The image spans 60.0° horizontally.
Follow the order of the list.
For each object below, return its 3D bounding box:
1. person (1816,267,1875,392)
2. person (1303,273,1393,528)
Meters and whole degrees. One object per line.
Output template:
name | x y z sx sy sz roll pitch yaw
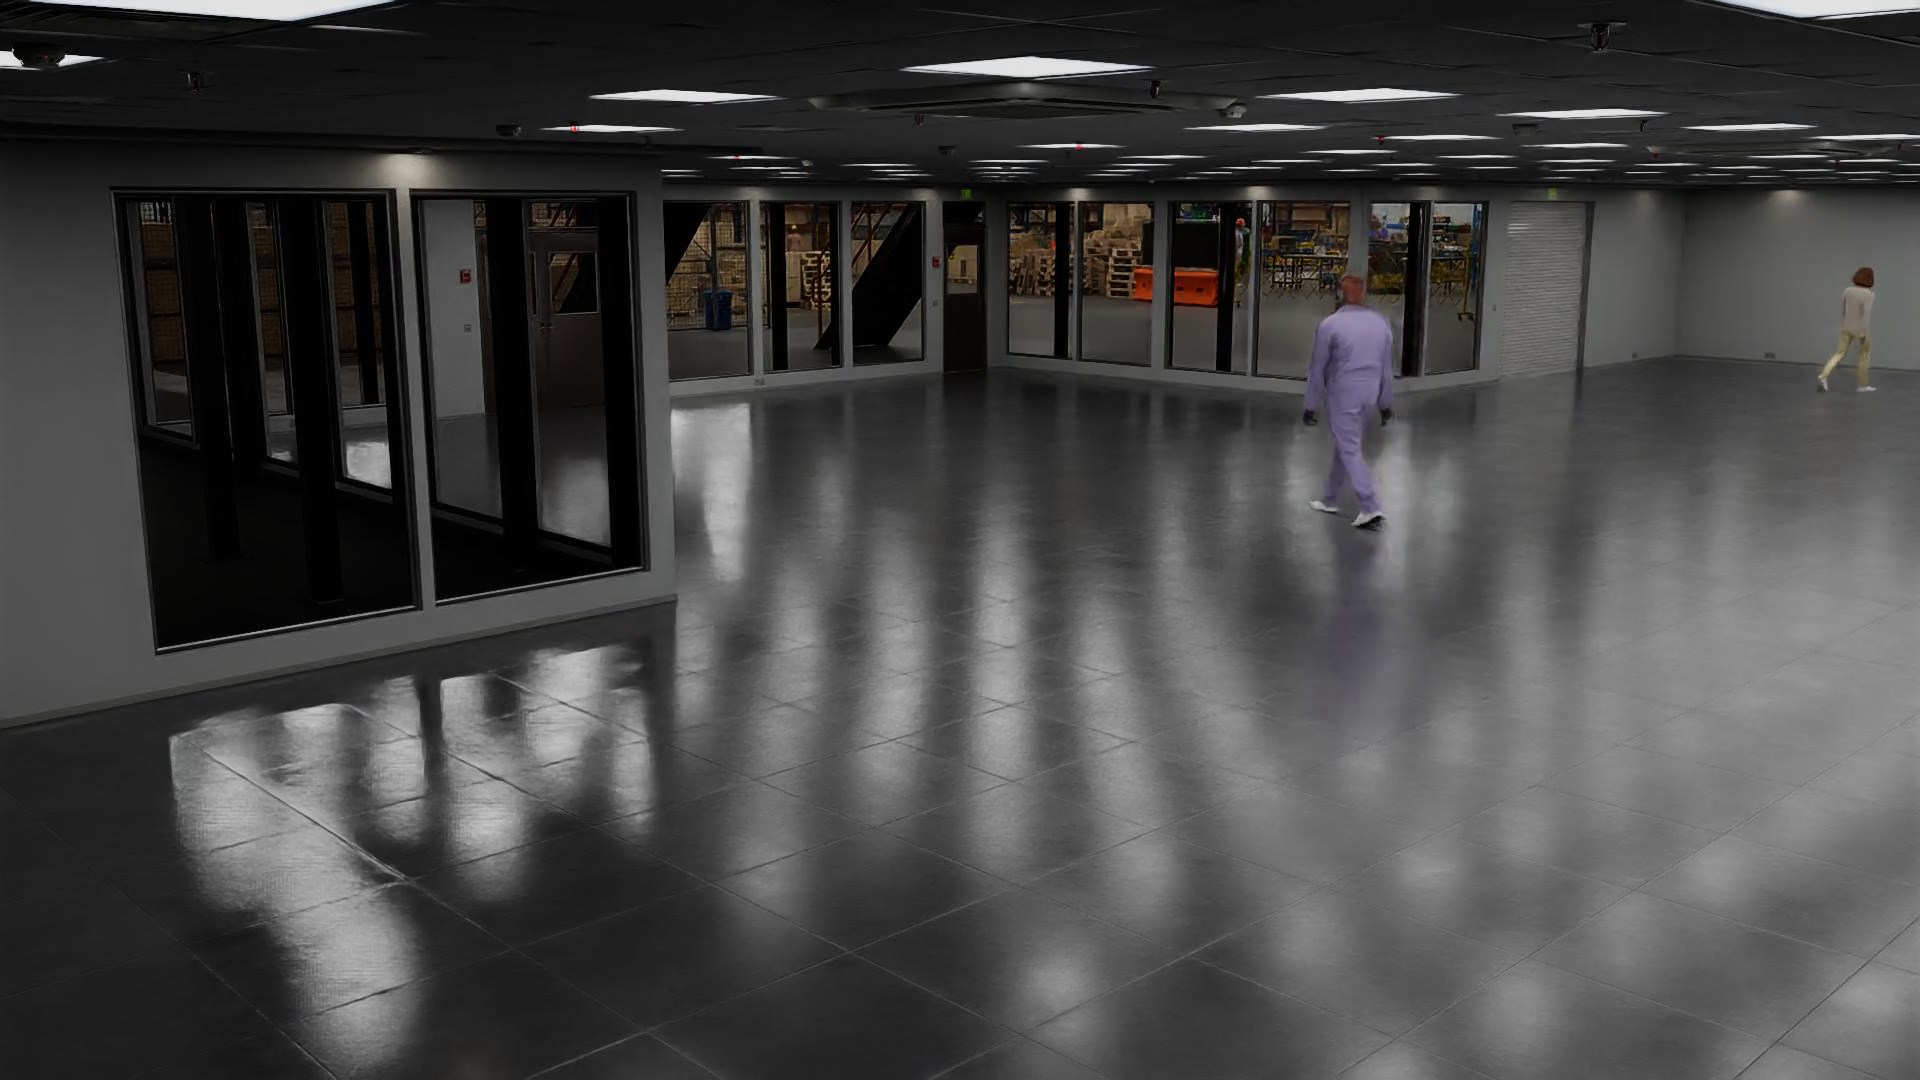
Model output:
person | 11.280 -2.655 21.042 0.786 1.597 0.497 -4 12 -21
person | 2.901 -1.041 12.332 0.648 1.856 1.016 -5 12 -25
